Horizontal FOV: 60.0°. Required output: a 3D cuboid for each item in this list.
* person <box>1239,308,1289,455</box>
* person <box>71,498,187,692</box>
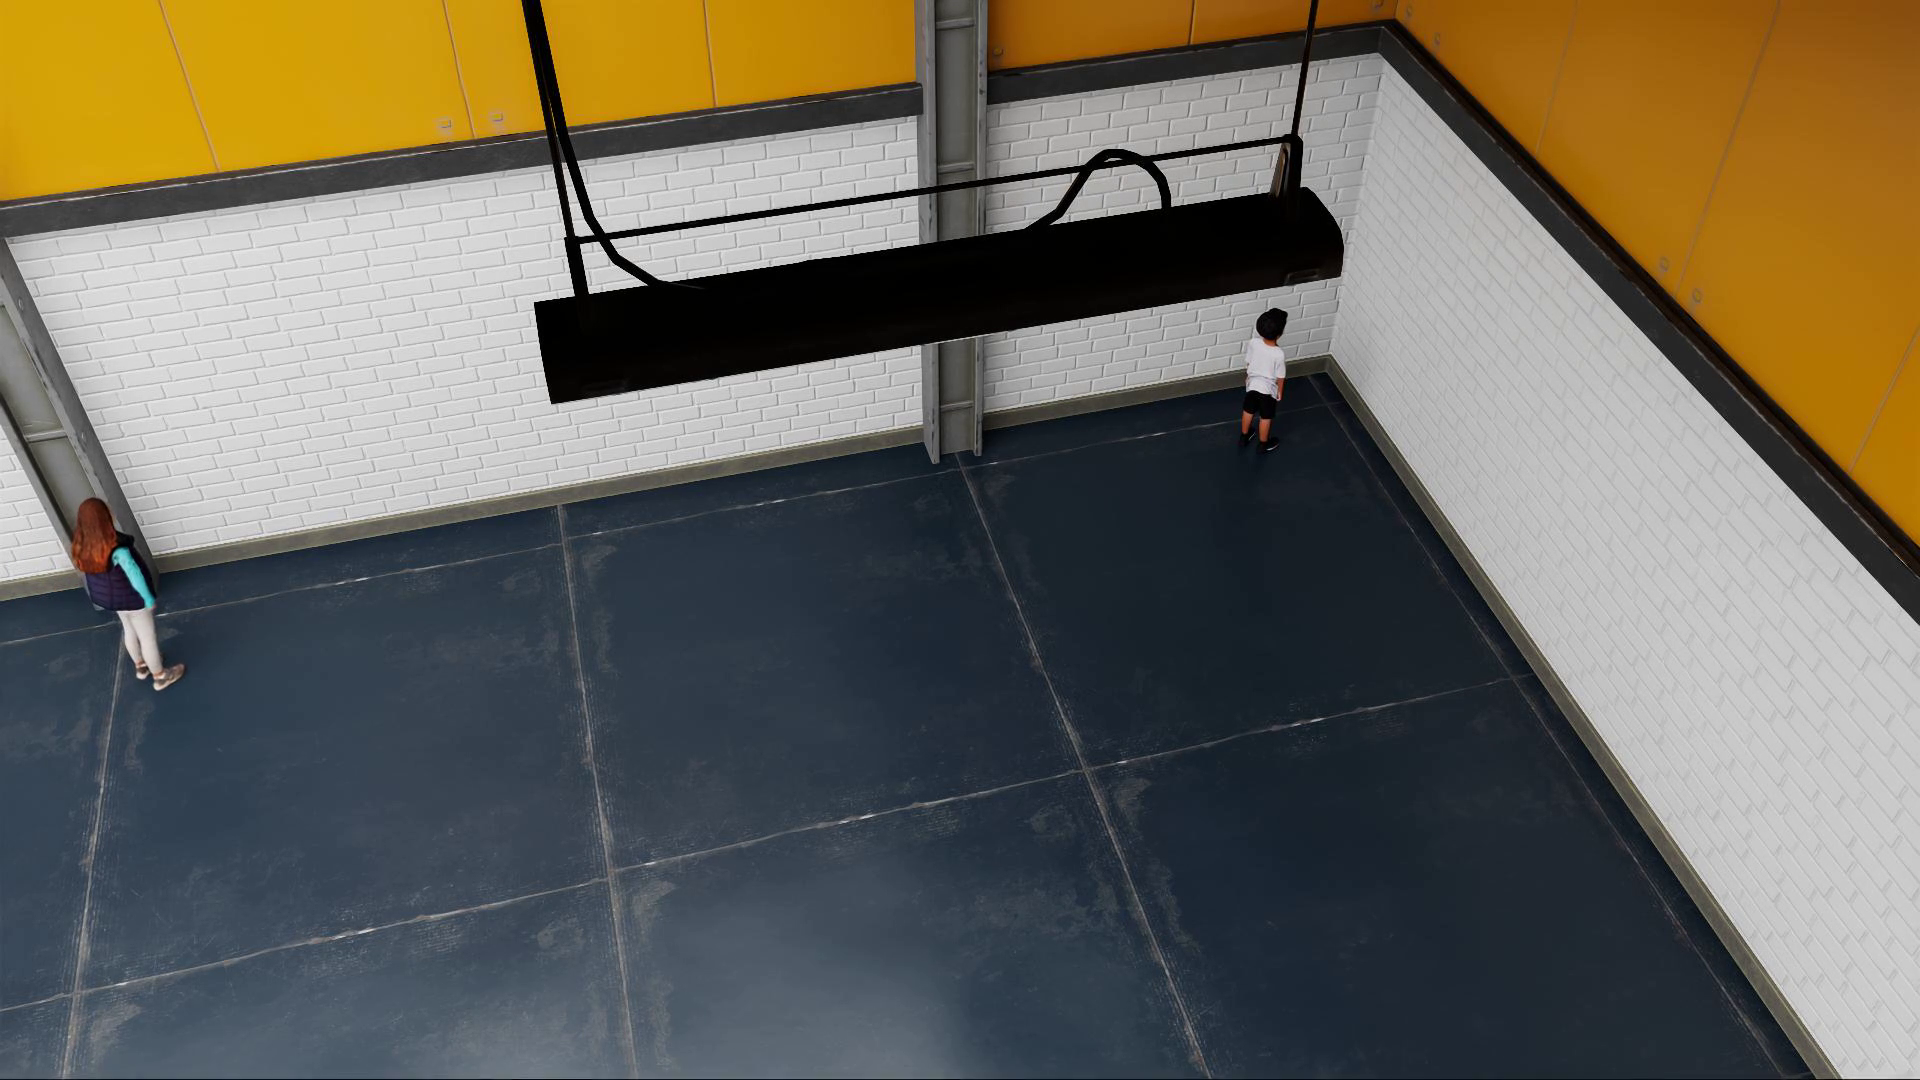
[{"bbox_3d":[2.264,-1.185,12.391,0.579,1.261,0.627,30,51,27],"label":"person"},{"bbox_3d":[-5.339,0.346,10.615,0.686,1.495,0.745,23,48,22],"label":"person"}]
